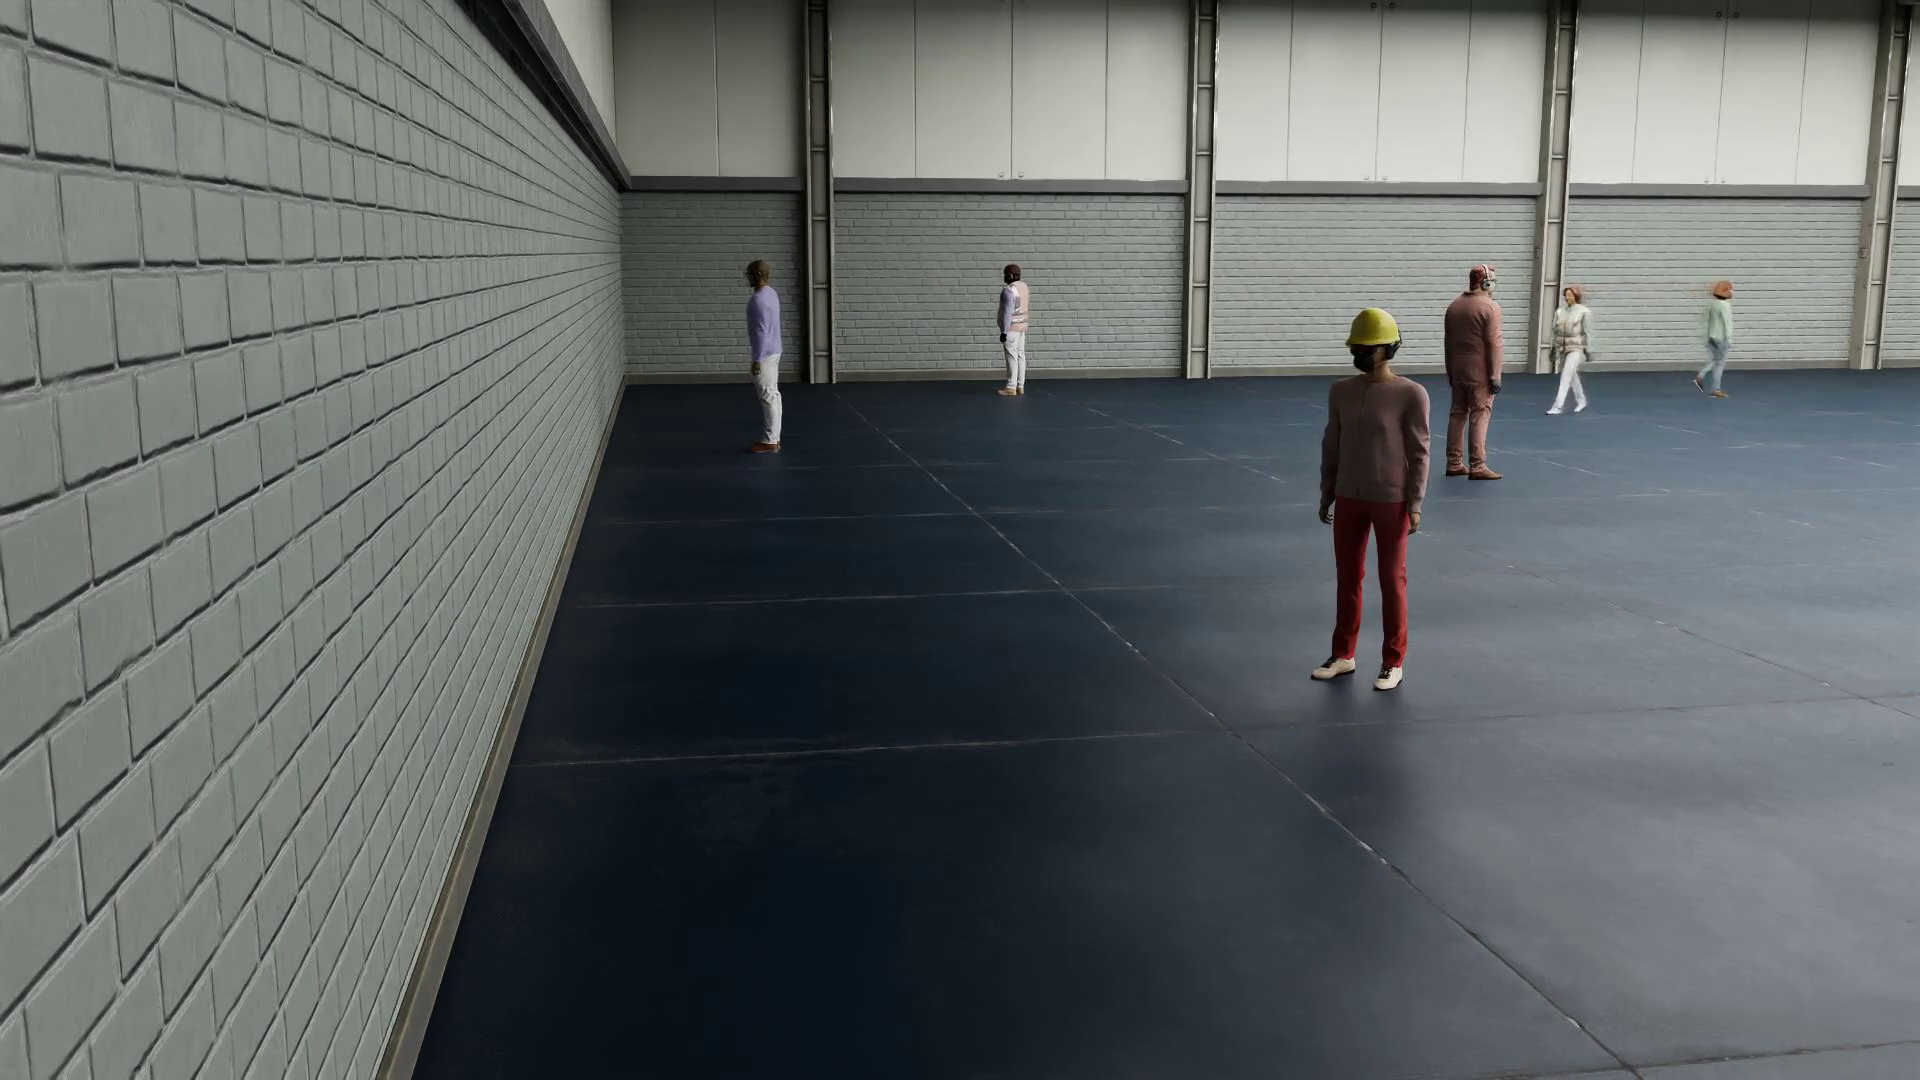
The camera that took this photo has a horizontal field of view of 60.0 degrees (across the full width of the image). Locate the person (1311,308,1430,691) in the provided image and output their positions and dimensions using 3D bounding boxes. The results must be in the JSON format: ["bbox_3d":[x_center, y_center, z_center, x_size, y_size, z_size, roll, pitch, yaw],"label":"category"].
[{"bbox_3d":[1.895,-0.185,7.704,0.533,1.765,0.326,9,13,42],"label":"person"}]

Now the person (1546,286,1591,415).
[{"bbox_3d":[7.628,-2.369,20.745,0.858,1.600,0.525,-6,11,-31],"label":"person"}]

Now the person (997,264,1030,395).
[{"bbox_3d":[0.736,-2.961,23.467,0.429,1.844,0.627,5,11,27],"label":"person"}]

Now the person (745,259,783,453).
[{"bbox_3d":[-1.978,-1.841,16.736,0.375,1.939,0.628,1,10,5],"label":"person"}]

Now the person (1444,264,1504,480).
[{"bbox_3d":[4.609,-1.494,14.830,0.402,1.906,0.651,-4,11,-24],"label":"person"}]

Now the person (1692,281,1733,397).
[{"bbox_3d":[10.528,-2.785,23.090,0.407,1.621,0.506,1,10,3],"label":"person"}]
